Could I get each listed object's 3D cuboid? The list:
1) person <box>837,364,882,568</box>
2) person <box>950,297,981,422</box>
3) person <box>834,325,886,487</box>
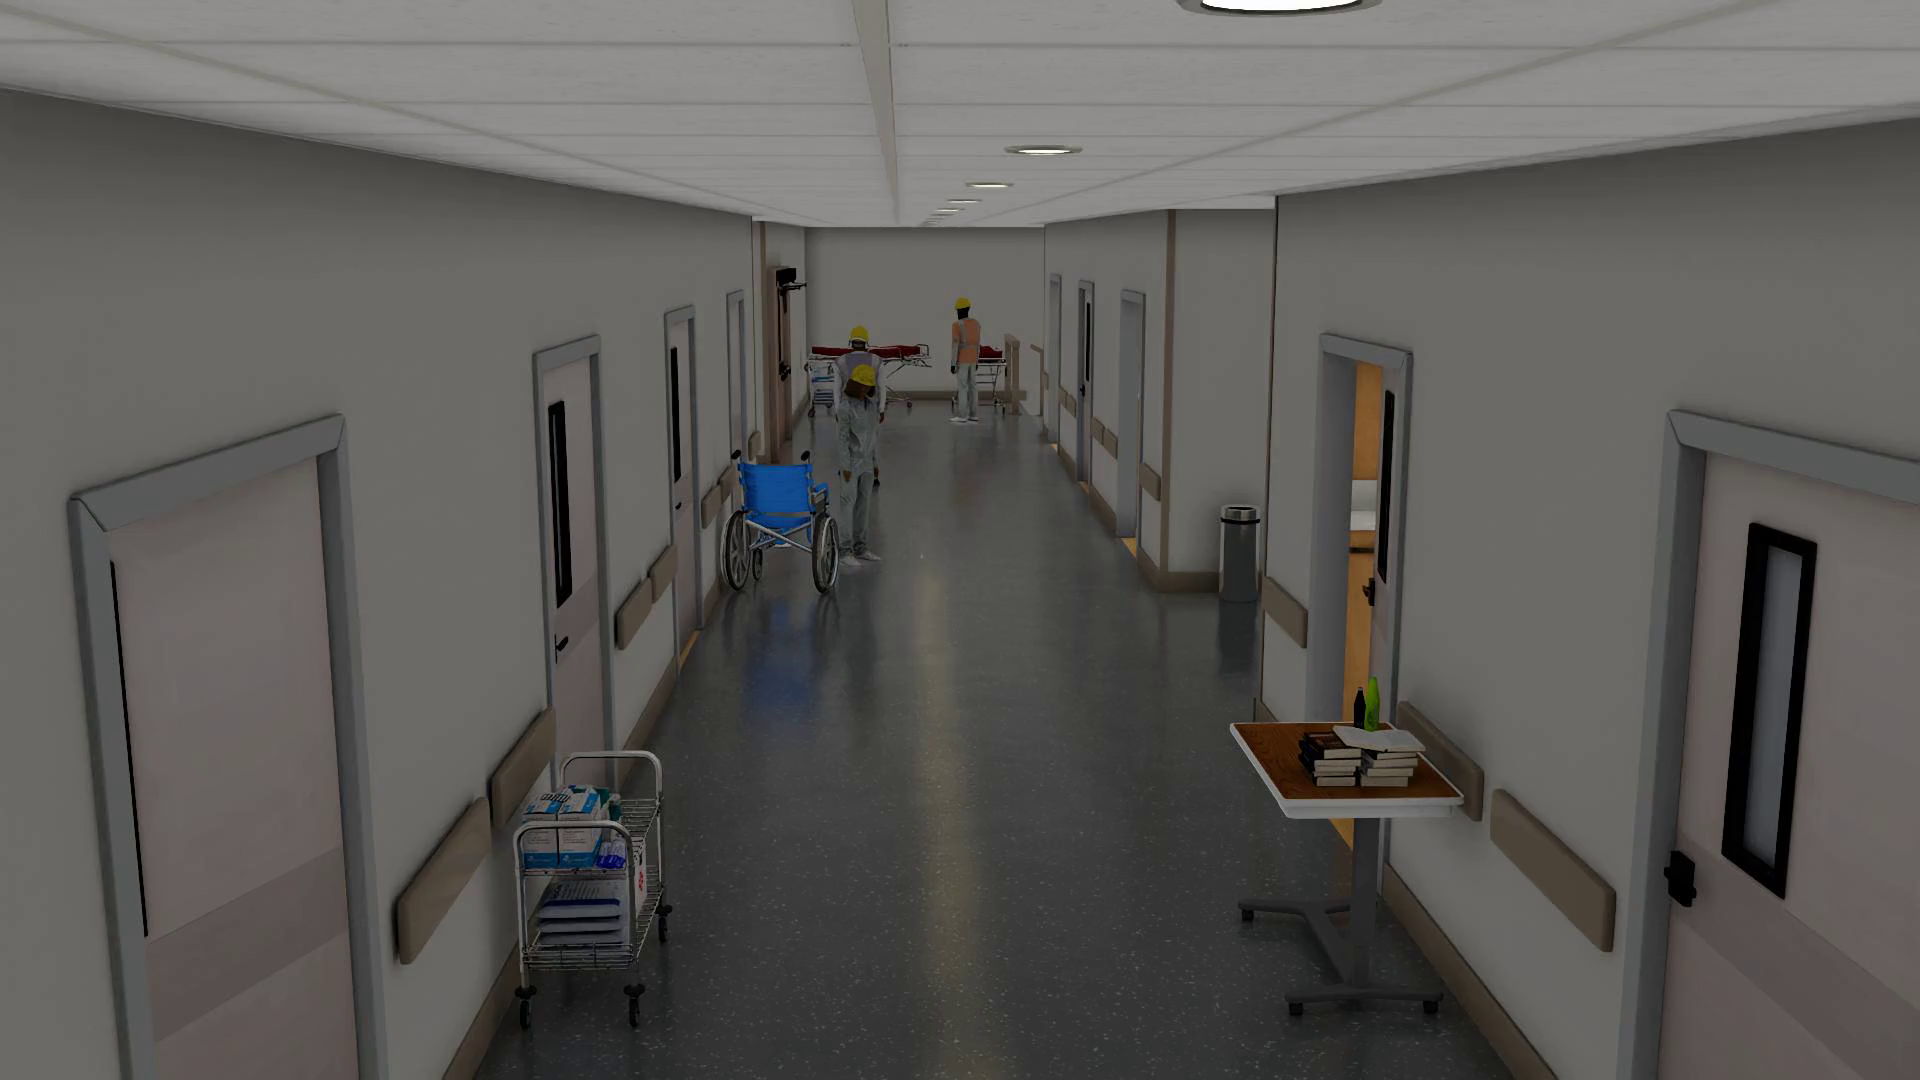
[{"bbox_3d":[-0.851,-0.642,14.293,0.321,1.734,0.485,7,12,34],"label":"person"},{"bbox_3d":[0.069,-2.777,25.674,0.397,1.920,0.586,9,14,42],"label":"person"},{"bbox_3d":[-1.132,-1.504,18.817,0.592,1.833,0.404,-1,10,-5],"label":"person"}]
